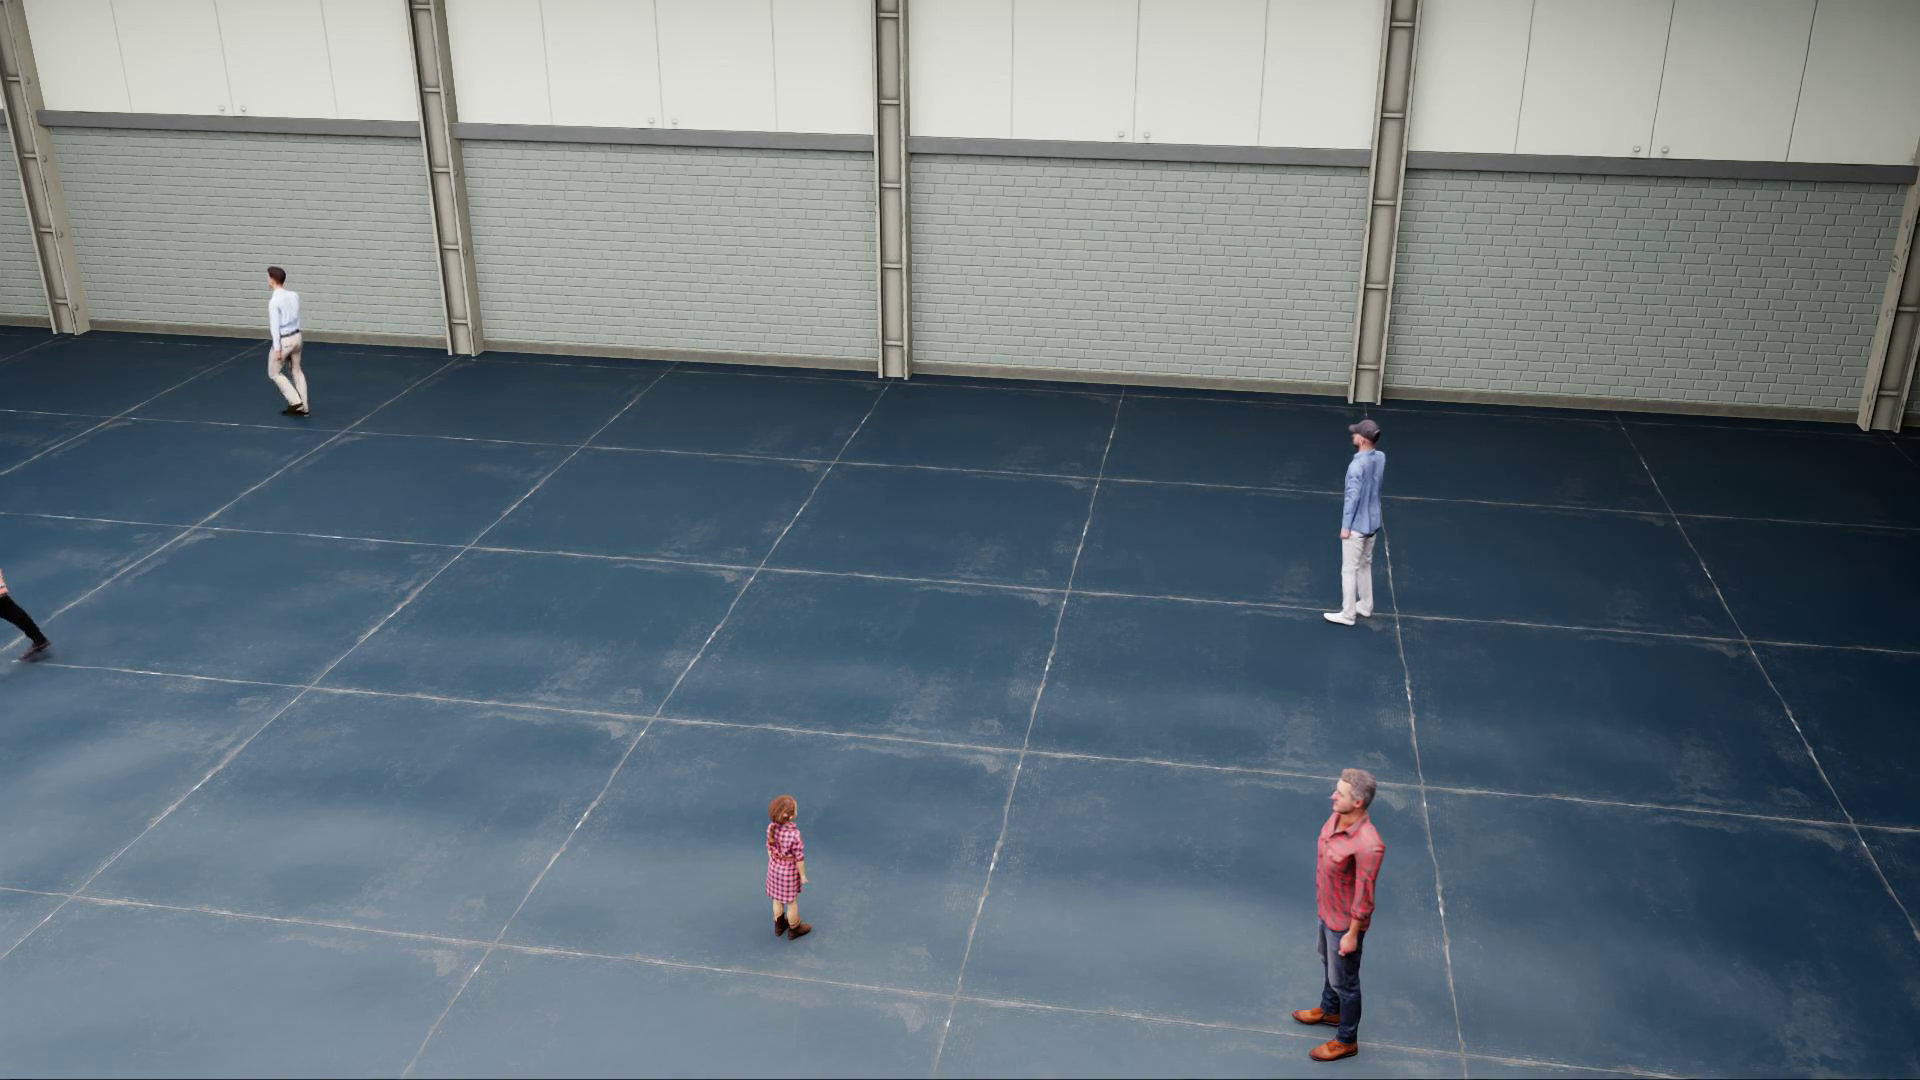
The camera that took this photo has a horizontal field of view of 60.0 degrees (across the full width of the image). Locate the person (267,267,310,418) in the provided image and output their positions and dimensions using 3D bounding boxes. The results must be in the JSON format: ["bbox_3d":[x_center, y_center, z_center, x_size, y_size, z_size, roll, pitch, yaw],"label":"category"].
[{"bbox_3d":[-7.973,-2.331,19.844,0.674,1.836,0.703,8,24,18],"label":"person"}]

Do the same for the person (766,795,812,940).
[{"bbox_3d":[-1.109,2.065,10.547,0.453,1.021,0.547,14,27,29],"label":"person"}]

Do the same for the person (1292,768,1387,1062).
[{"bbox_3d":[2.181,2.096,9.439,0.648,1.831,0.740,-2,23,-4],"label":"person"}]

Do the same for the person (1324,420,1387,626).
[{"bbox_3d":[3.542,-0.160,14.677,0.756,1.884,0.737,20,30,39],"label":"person"}]
